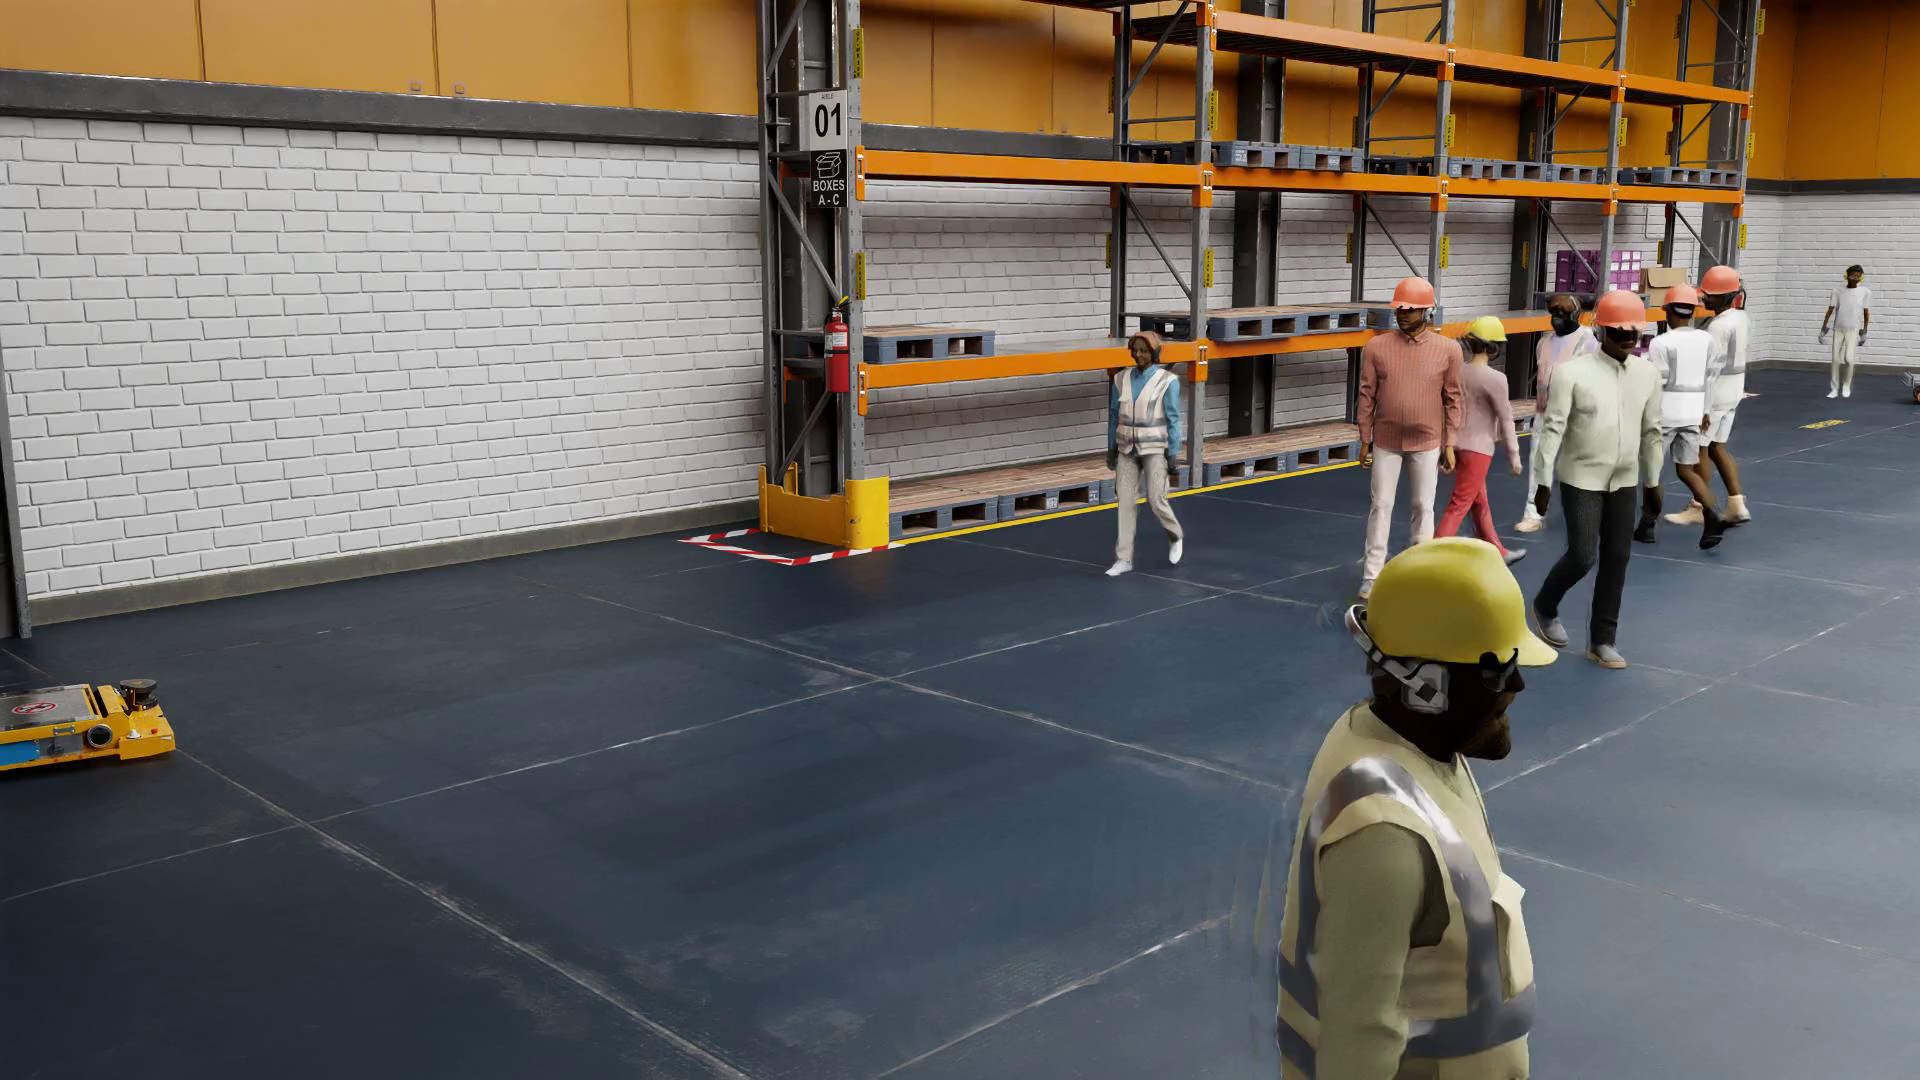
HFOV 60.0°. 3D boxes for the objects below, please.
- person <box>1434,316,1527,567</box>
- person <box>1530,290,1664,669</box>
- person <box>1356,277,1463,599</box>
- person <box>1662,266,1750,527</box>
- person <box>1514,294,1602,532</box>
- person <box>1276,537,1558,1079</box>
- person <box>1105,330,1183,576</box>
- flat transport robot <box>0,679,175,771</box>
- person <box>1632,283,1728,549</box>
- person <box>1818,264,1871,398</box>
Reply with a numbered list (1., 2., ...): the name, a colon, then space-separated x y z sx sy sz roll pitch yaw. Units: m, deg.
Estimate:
1. person: 3.386 -0.578 10.771 0.908 1.718 0.549 -3 11 -18
2. person: 3.308 -0.315 8.646 0.664 1.968 0.579 -2 11 -13
3. person: 2.740 -0.606 10.183 0.612 1.991 0.392 4 11 19
4. person: 5.792 -1.074 12.687 0.624 2.008 0.717 9 14 40
5. person: 4.651 -0.964 12.655 0.854 1.814 0.624 -7 12 -33
6. person: 0.733 0.868 2.720 0.927 1.788 0.600 3 11 13
7. person: 1.223 -0.580 11.040 0.533 1.625 0.594 8 13 38
8. flat transport robot: -4.149 0.833 7.029 1.431 0.197 0.652 -6 12 -31
9. person: 5.164 -0.871 11.889 0.551 1.913 0.773 -2 11 -12
10. person: 12.166 -2.860 22.909 0.577 1.839 0.430 8 13 38
